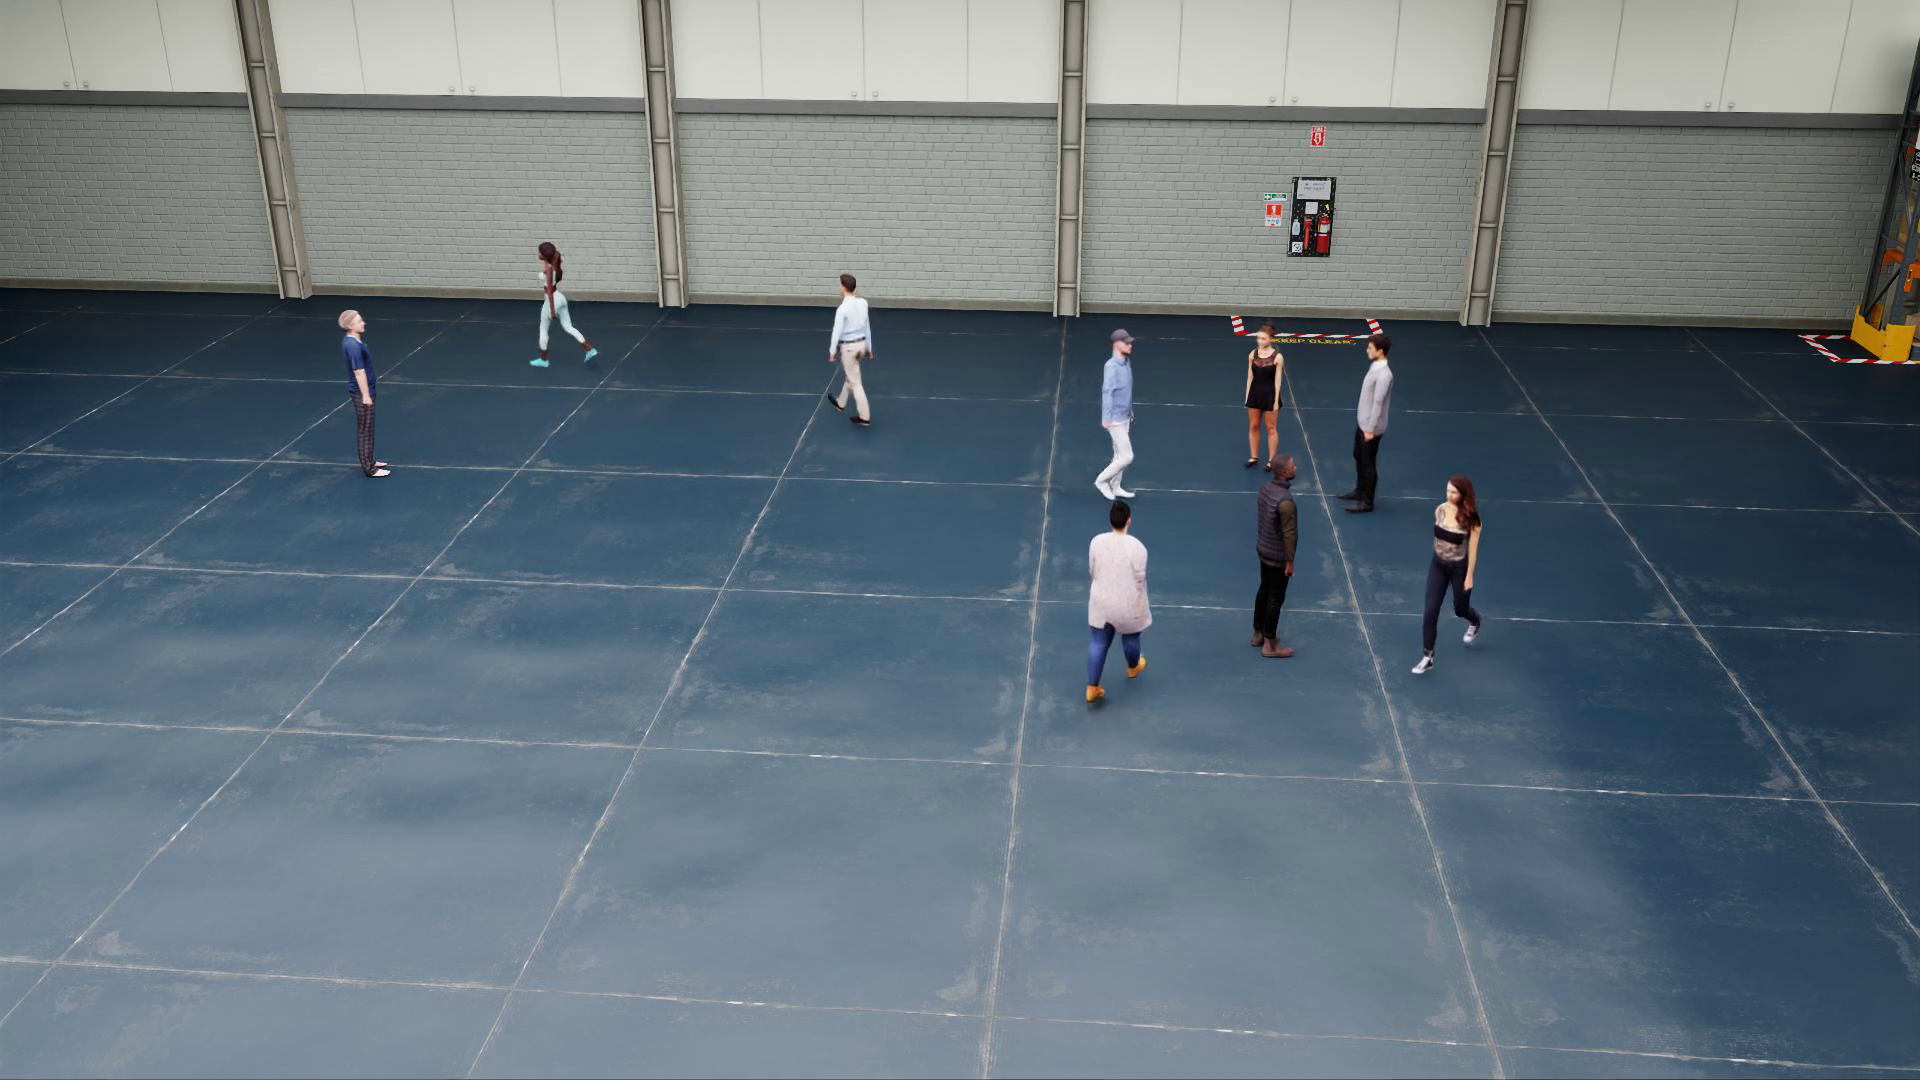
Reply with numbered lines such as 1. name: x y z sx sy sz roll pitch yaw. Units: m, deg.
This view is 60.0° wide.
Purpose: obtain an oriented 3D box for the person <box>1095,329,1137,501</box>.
1. person: 1.619 -1.340 17.745 0.752 1.877 0.737 9 25 20

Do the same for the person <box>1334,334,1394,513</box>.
1. person: 4.336 -1.215 17.395 0.667 1.920 0.738 1 23 3

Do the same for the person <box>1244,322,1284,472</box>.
1. person: 3.416 -1.612 18.641 0.650 1.676 0.748 15 27 31

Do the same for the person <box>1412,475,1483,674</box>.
1. person: 4.238 0.271 14.150 1.168 1.726 1.176 -21 31 -41

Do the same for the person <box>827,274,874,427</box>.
1. person: -1.231 -2.239 19.952 1.227 1.804 1.093 20 30 39

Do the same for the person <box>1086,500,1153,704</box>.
1. person: 1.235 0.529 13.576 1.163 1.700 1.058 13 26 28

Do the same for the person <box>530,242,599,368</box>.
1. person: -5.305 -3.103 22.132 1.136 1.688 0.566 3 23 6

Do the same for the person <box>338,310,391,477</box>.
1. person: -6.637 -1.642 18.463 0.706 1.871 0.734 -8 24 -19

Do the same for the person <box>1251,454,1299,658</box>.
1. person: 2.724 0.119 14.367 0.694 1.836 0.759 -5 24 -12
